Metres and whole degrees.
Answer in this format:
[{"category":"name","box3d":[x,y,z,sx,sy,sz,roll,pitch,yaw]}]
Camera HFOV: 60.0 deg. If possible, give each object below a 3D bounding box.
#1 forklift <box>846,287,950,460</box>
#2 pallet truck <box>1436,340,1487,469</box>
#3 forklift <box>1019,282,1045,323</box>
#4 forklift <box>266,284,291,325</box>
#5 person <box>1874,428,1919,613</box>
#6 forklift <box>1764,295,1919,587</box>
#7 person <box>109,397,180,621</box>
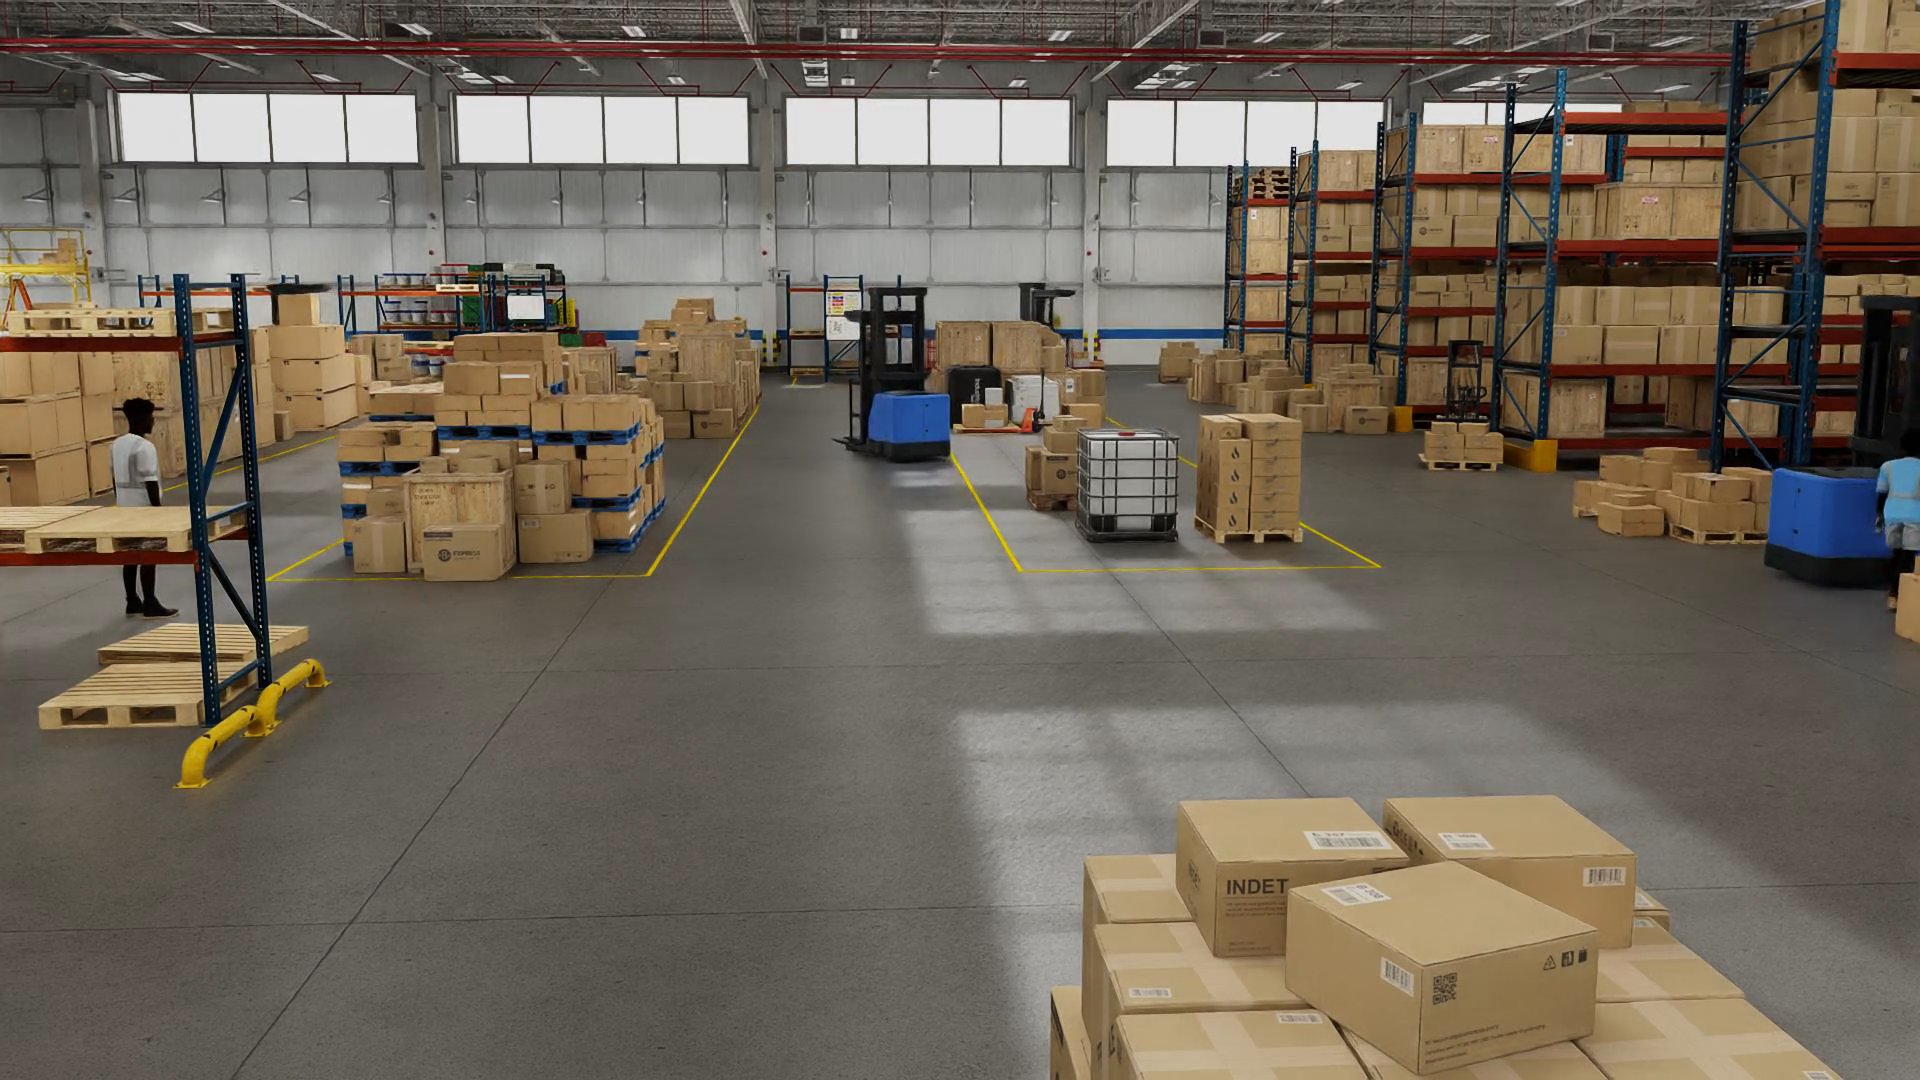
[{"category":"forklift","box3d":[-1.024,-2.809,27.666,1.129,2.768,1.873,-5,10,-28]},{"category":"pallet truck","box3d":[8.004,-2.170,26.422,0.823,1.965,1.885,2,9,14]},{"category":"forklift","box3d":[1.922,-5.534,44.780,1.873,2.768,1.129,5,10,30]},{"category":"forklift","box3d":[-15.592,-4.504,38.313,1.873,2.768,1.129,-2,9,-11]},{"category":"person","box3d":[8.607,-0.190,15.037,0.848,1.648,0.545,-6,11,-34]},{"category":"forklift","box3d":[9.146,-1.006,16.345,1.873,2.768,1.129,-1,9,-4]},{"category":"person","box3d":[-7.196,-0.274,14.615,0.610,1.963,0.366,6,11,35]}]
